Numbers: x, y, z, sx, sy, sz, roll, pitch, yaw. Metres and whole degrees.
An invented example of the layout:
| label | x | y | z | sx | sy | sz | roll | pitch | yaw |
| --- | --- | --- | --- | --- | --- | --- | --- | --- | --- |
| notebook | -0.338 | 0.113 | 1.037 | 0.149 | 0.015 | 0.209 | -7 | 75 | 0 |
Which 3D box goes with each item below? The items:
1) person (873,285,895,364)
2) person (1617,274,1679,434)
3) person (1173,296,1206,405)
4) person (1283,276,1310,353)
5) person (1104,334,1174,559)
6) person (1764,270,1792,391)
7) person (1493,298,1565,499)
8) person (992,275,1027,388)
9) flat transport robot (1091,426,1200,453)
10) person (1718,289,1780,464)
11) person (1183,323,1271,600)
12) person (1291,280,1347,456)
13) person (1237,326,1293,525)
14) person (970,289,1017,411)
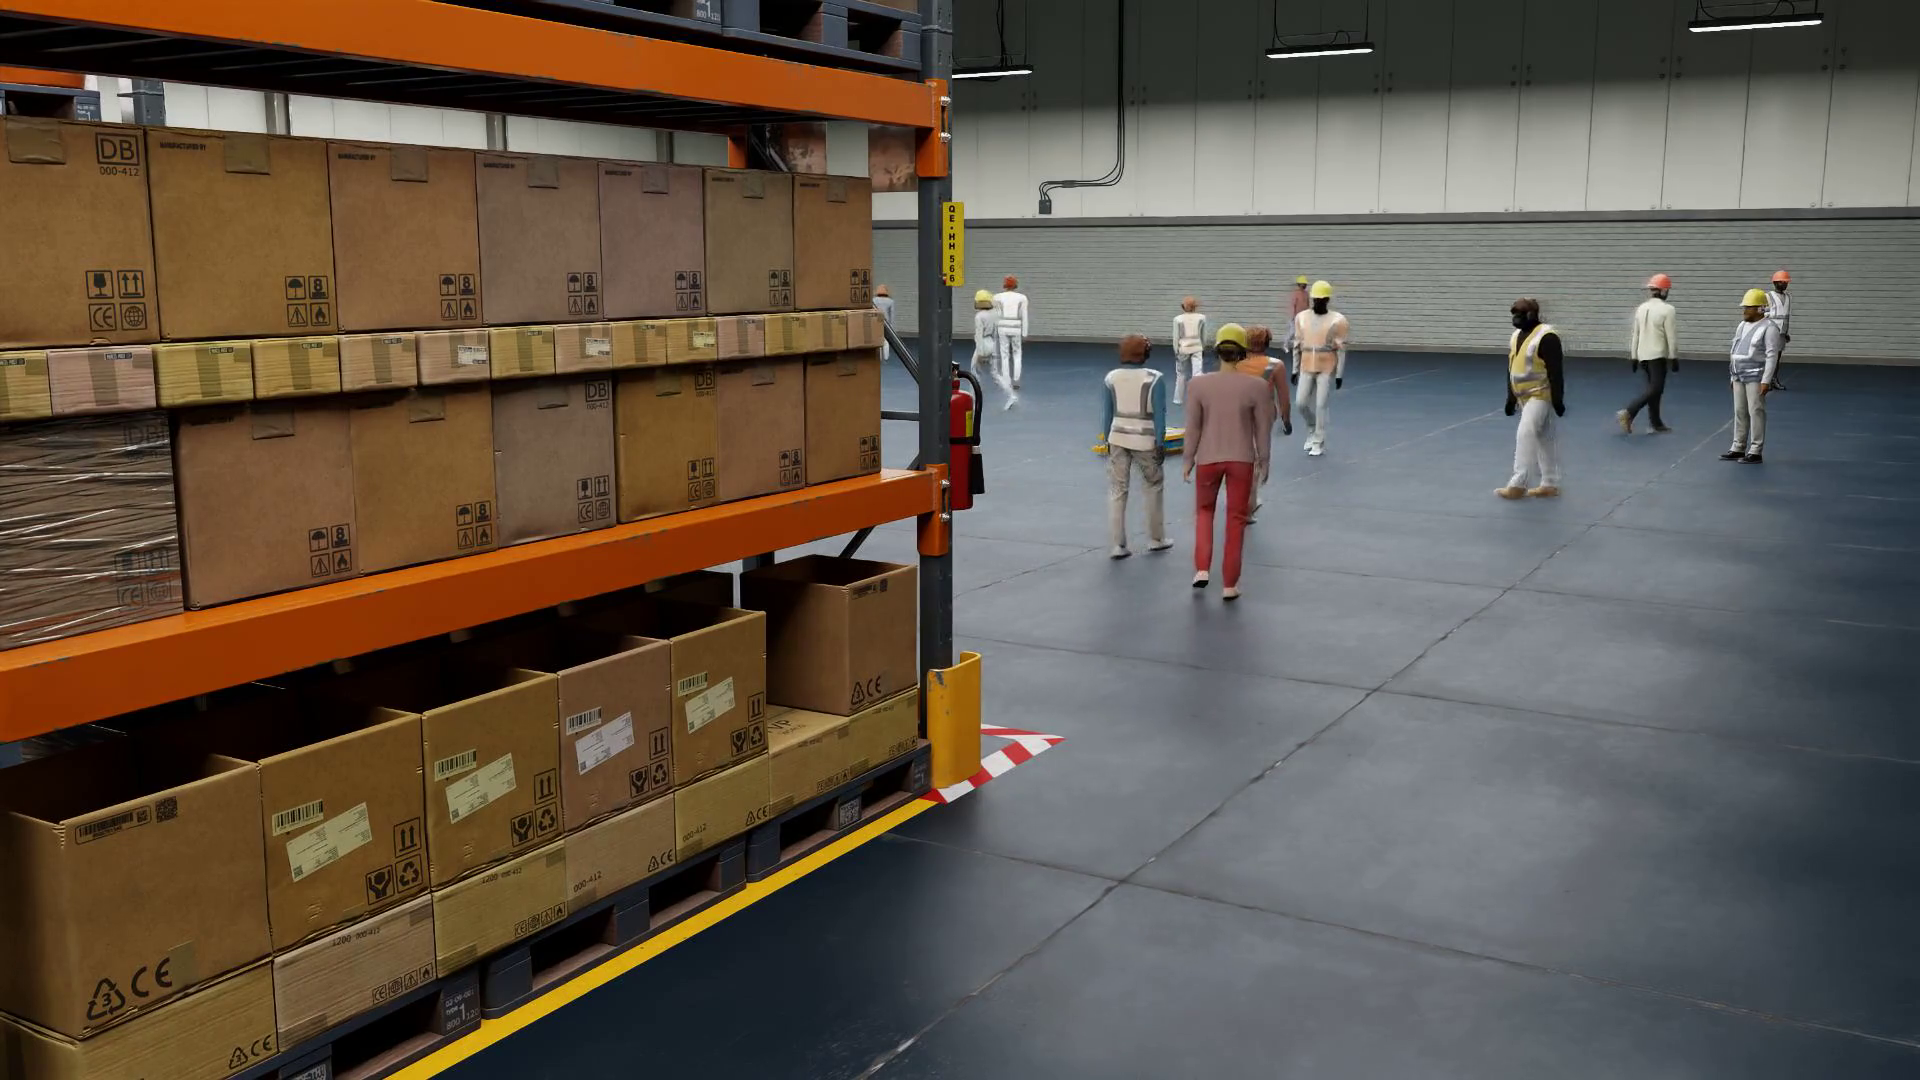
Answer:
| label | x | y | z | sx | sy | sz | roll | pitch | yaw |
| --- | --- | --- | --- | --- | --- | --- | --- | --- | --- |
| person | -1.574 | -4.370 | 33.714 | 0.506 | 1.598 | 0.820 | 0 | 10 | -1 |
| person | 8.400 | -2.255 | 20.267 | 0.831 | 1.966 | 0.616 | -3 | 10 | -15 |
| person | 3.342 | -2.727 | 24.098 | 0.520 | 1.596 | 0.854 | -1 | 10 | -6 |
| person | 7.538 | -5.001 | 37.000 | 0.529 | 1.744 | 0.784 | -4 | 11 | -24 |
| person | 1.309 | -0.691 | 12.108 | 0.551 | 1.607 | 0.724 | 6 | 12 | 33 |
| person | 13.245 | -3.390 | 26.979 | 0.546 | 1.942 | 0.353 | -3 | 10 | -19 |
| person | 5.093 | -1.265 | 14.959 | 0.785 | 1.800 | 0.636 | -1 | 10 | -5 |
| person | 0.793 | -3.385 | 27.182 | 0.590 | 1.863 | 0.624 | -1 | 10 | -4 |
| flat transport robot | 2.153 | -1.102 | 18.465 | 0.652 | 0.197 | 1.431 | 9 | 13 | 41 |
| person | 8.314 | -1.718 | 17.513 | 0.404 | 1.828 | 0.600 | -2 | 10 | -11 |
| person | 1.705 | -0.499 | 10.603 | 0.541 | 1.752 | 0.482 | 3 | 10 | 16 |
| person | 3.900 | -1.872 | 18.166 | 0.616 | 1.913 | 0.411 | 6 | 11 | 31 |
| person | 2.453 | -0.951 | 13.697 | 0.526 | 1.603 | 0.822 | 6 | 12 | 33 |
| person | 0.411 | -2.665 | 23.405 | 0.805 | 1.716 | 0.492 | 7 | 12 | 34 |
